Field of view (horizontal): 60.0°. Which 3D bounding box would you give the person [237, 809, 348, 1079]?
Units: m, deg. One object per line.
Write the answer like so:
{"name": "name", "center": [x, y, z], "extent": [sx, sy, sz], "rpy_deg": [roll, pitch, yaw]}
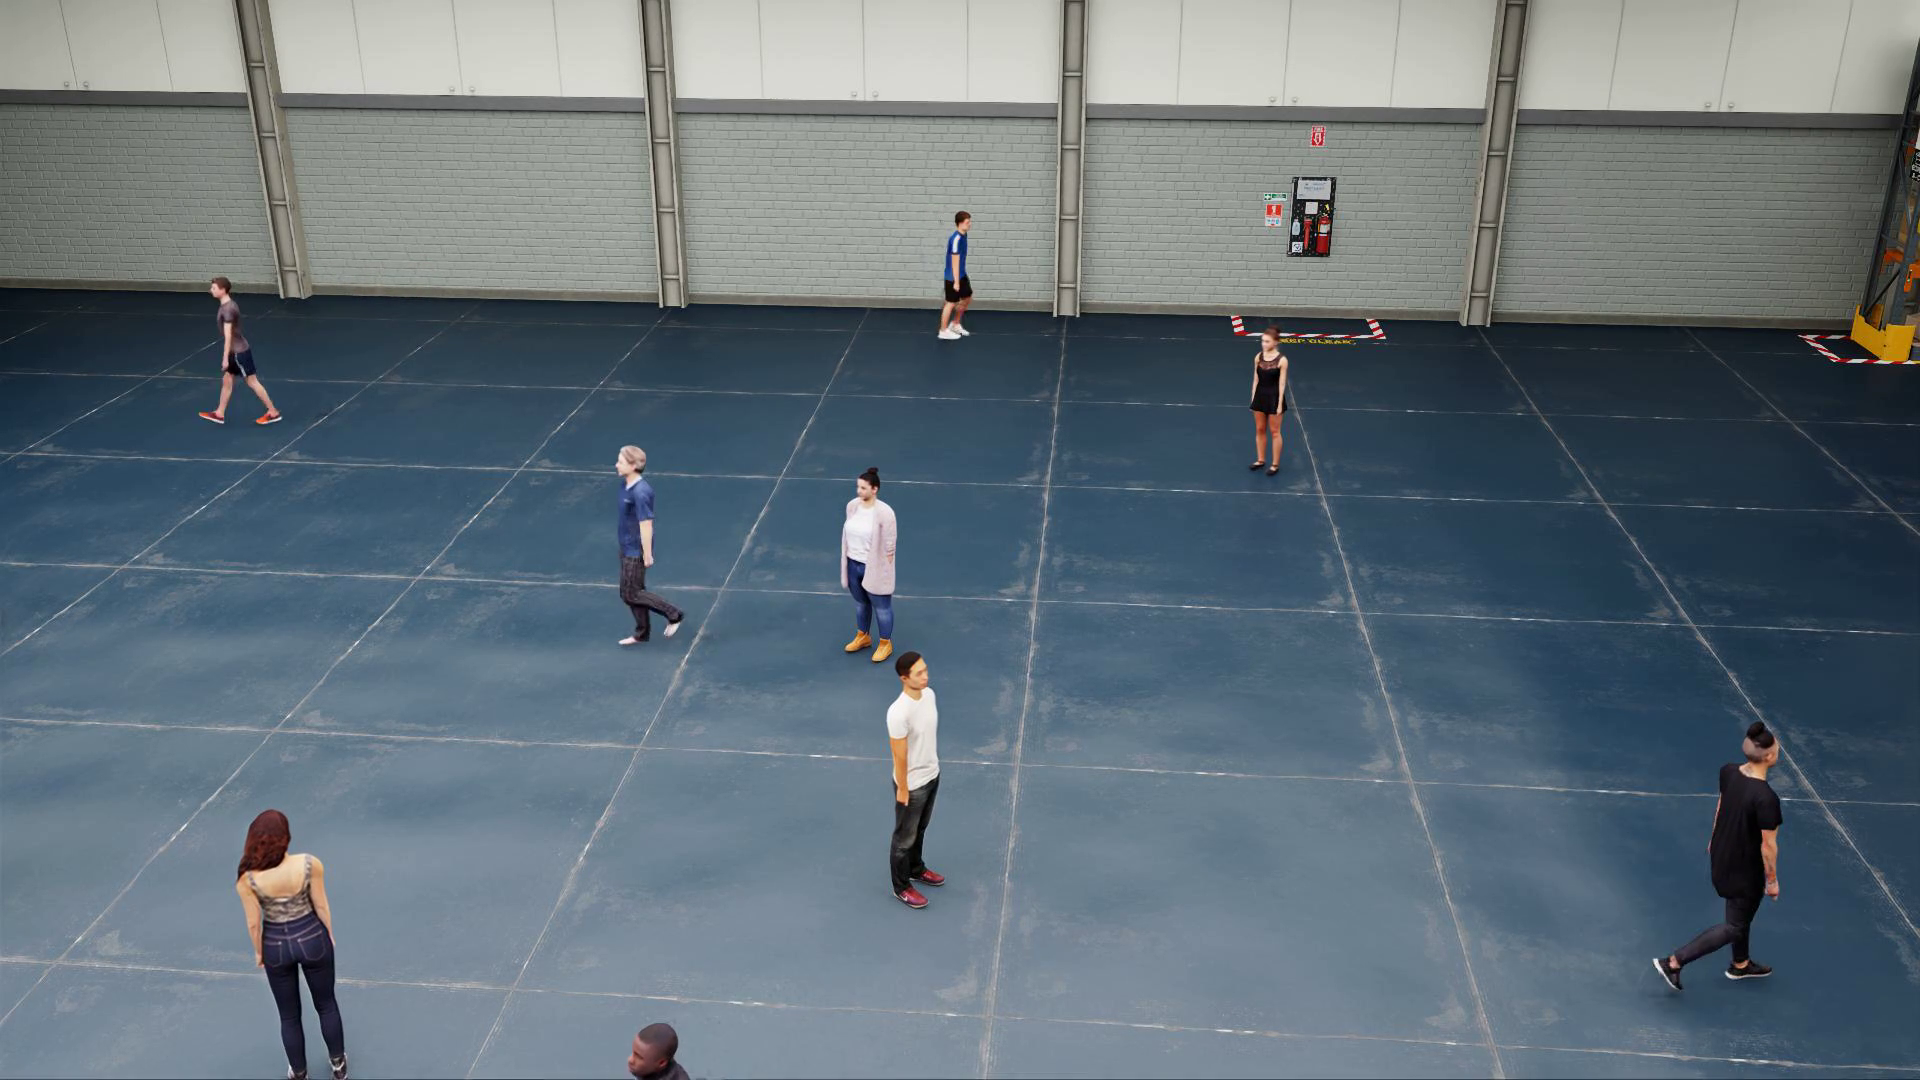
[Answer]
{"name": "person", "center": [-3.715, 2.299, 9.326], "extent": [0.640, 1.769, 0.749], "rpy_deg": [-10, 25, -21]}

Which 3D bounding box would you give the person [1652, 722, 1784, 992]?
{"name": "person", "center": [4.672, 1.950, 10.051], "extent": [1.087, 1.843, 0.744], "rpy_deg": [-1, 23, -2]}

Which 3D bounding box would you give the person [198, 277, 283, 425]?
{"name": "person", "center": [-8.556, -2.230, 19.932], "extent": [1.253, 1.804, 1.027], "rpy_deg": [-9, 25, -21]}

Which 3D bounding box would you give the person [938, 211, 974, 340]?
{"name": "person", "center": [-0.137, -3.728, 23.412], "extent": [0.765, 1.836, 0.732], "rpy_deg": [6, 24, 13]}

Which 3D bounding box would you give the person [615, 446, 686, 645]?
{"name": "person", "center": [-2.737, 0.062, 14.476], "extent": [0.943, 1.854, 0.852], "rpy_deg": [-9, 25, -20]}

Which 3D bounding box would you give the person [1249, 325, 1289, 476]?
{"name": "person", "center": [3.453, -1.571, 18.538], "extent": [0.675, 1.681, 0.752], "rpy_deg": [20, 30, 38]}

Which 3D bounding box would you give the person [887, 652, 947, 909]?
{"name": "person", "center": [-0.312, 1.555, 11.030], "extent": [0.652, 1.805, 0.698], "rpy_deg": [10, 25, 22]}

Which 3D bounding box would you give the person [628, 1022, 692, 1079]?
{"name": "person", "center": [-1.268, 2.971, 7.673], "extent": [0.864, 1.825, 0.839], "rpy_deg": [-12, 26, -26]}

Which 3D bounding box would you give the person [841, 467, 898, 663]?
{"name": "person", "center": [-0.766, 0.190, 14.318], "extent": [0.760, 1.742, 0.859], "rpy_deg": [17, 28, 35]}
